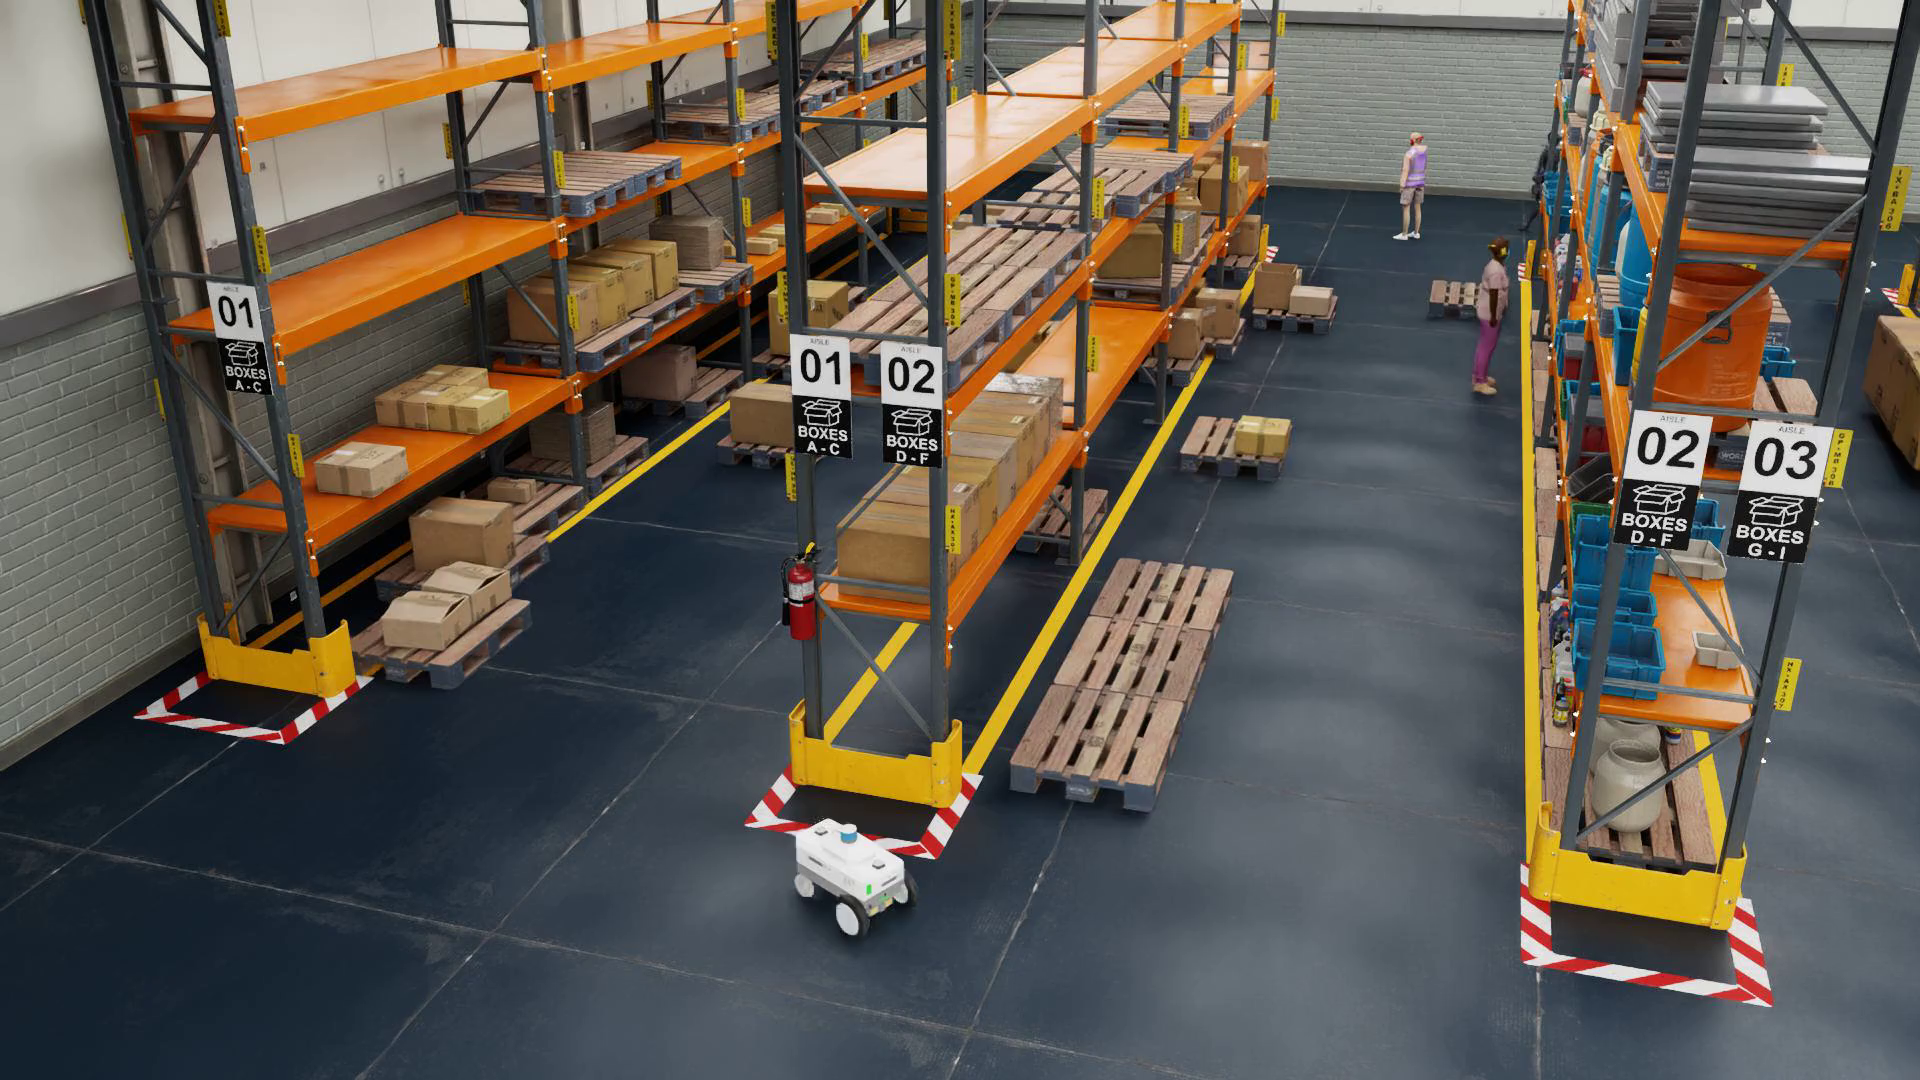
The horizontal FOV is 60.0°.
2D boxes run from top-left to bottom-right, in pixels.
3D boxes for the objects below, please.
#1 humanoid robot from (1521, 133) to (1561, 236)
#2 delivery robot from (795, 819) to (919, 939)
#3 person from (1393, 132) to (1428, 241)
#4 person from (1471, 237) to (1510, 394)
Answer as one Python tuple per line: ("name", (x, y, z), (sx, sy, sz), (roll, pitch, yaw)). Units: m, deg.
("humanoid robot", (9.420, -5.702, 26.657), (0.589, 1.631, 0.750), (-18, 29, -36))
("delivery robot", (-0.656, 2.028, 10.133), (0.817, 0.614, 0.499), (21, 31, 40))
("person", (7.171, -5.600, 26.371), (0.489, 1.688, 0.352), (-14, 27, -29))
("person", (6.155, -2.607, 19.302), (0.345, 1.790, 0.567), (6, 24, 13))
